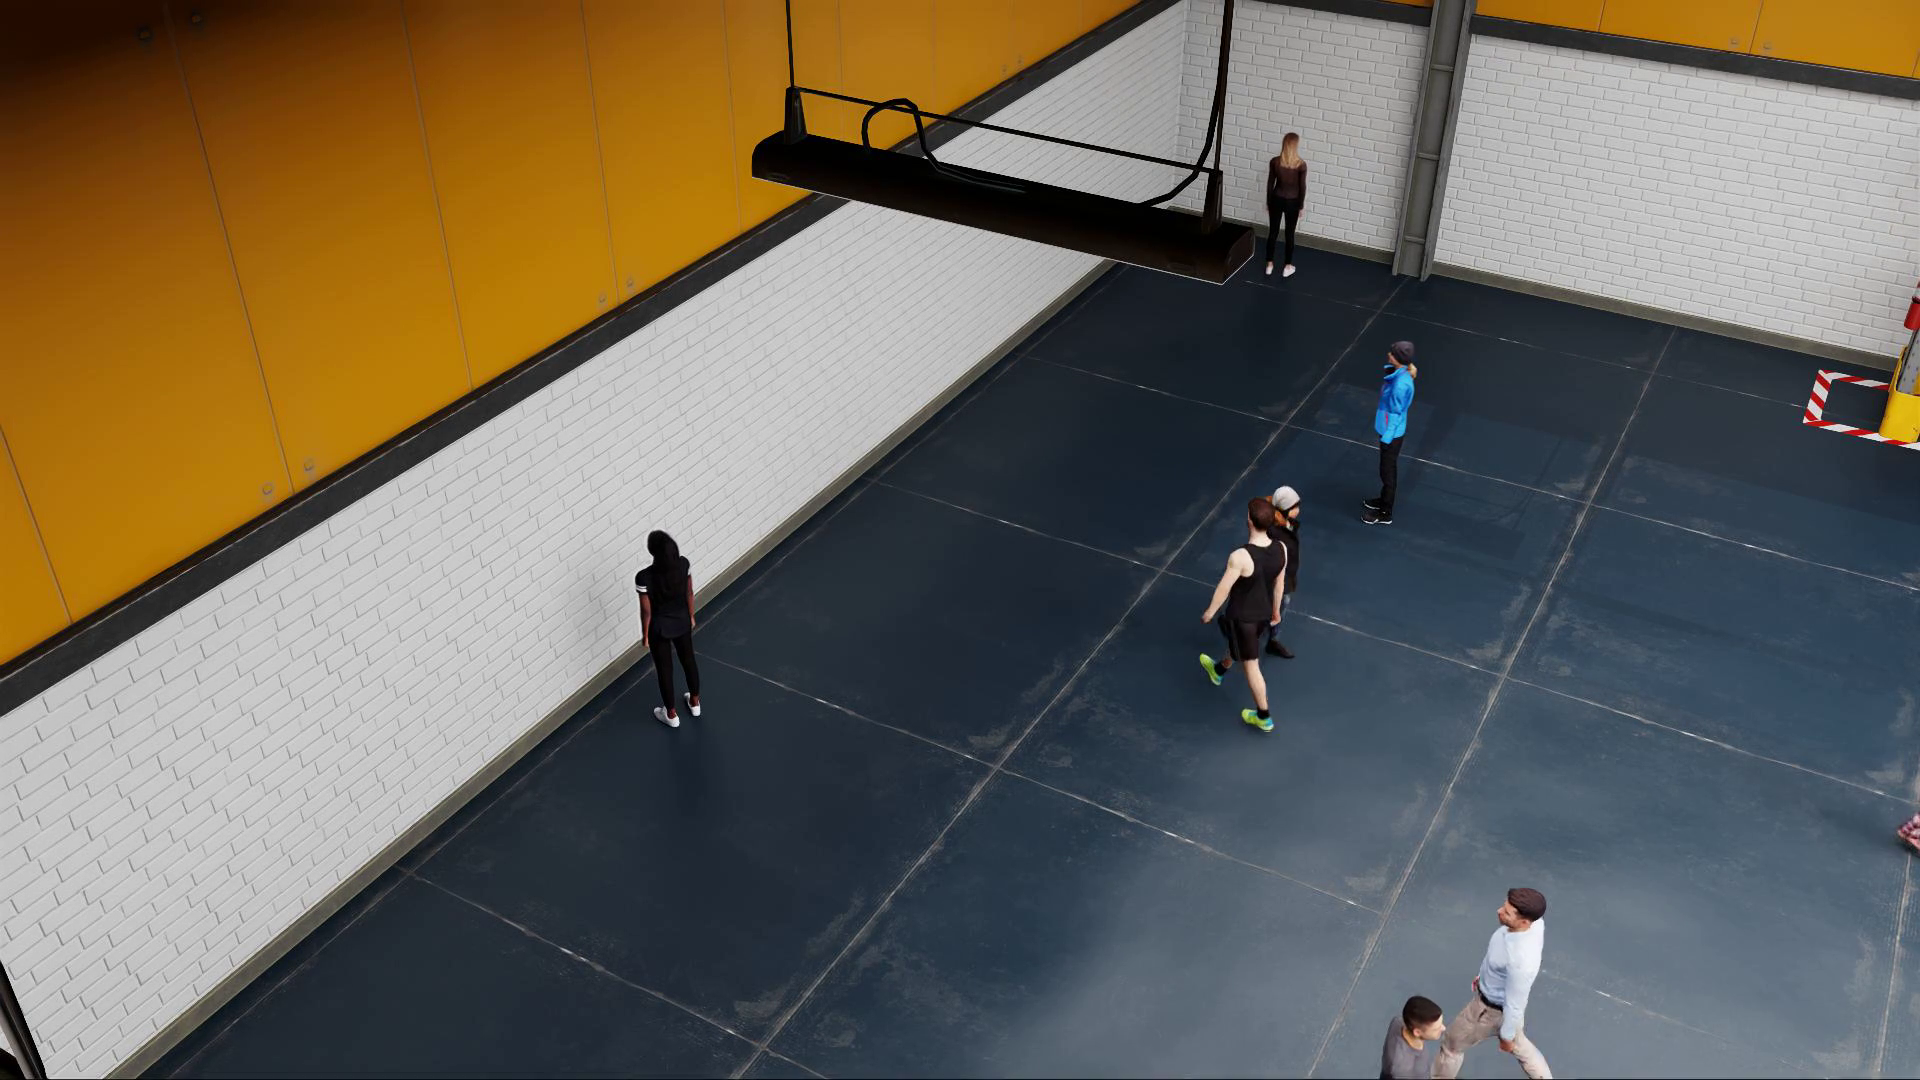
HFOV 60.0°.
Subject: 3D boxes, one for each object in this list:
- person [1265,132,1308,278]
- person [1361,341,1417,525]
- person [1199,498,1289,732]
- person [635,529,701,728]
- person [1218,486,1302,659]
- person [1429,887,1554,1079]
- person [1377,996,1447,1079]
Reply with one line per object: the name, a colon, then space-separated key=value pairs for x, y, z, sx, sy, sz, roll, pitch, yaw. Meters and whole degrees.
person: x=3.775 y=-3.899 z=19.347 sx=0.459 sy=1.702 sz=0.673 roll=15 pitch=36 yaw=21
person: x=3.853 y=-0.961 z=14.840 sx=0.595 sy=1.797 sz=0.662 roll=10 pitch=35 yaw=14
person: x=2.208 y=0.603 z=12.448 sx=1.059 sy=1.842 sz=1.288 roll=-19 pitch=38 yaw=-26
person: x=-2.183 y=0.642 z=12.489 sx=0.695 sy=1.730 sz=0.704 roll=-24 pitch=40 yaw=-31
person: x=2.418 y=0.256 z=13.171 sx=0.865 sy=1.618 sz=0.645 roll=15 pitch=36 yaw=21
person: x=3.137 y=2.646 z=9.401 sx=1.213 sy=1.811 sz=0.670 roll=15 pitch=36 yaw=21
person: x=2.309 y=3.025 z=8.879 sx=0.684 sy=1.758 sz=0.691 roll=9 pitch=35 yaw=13
